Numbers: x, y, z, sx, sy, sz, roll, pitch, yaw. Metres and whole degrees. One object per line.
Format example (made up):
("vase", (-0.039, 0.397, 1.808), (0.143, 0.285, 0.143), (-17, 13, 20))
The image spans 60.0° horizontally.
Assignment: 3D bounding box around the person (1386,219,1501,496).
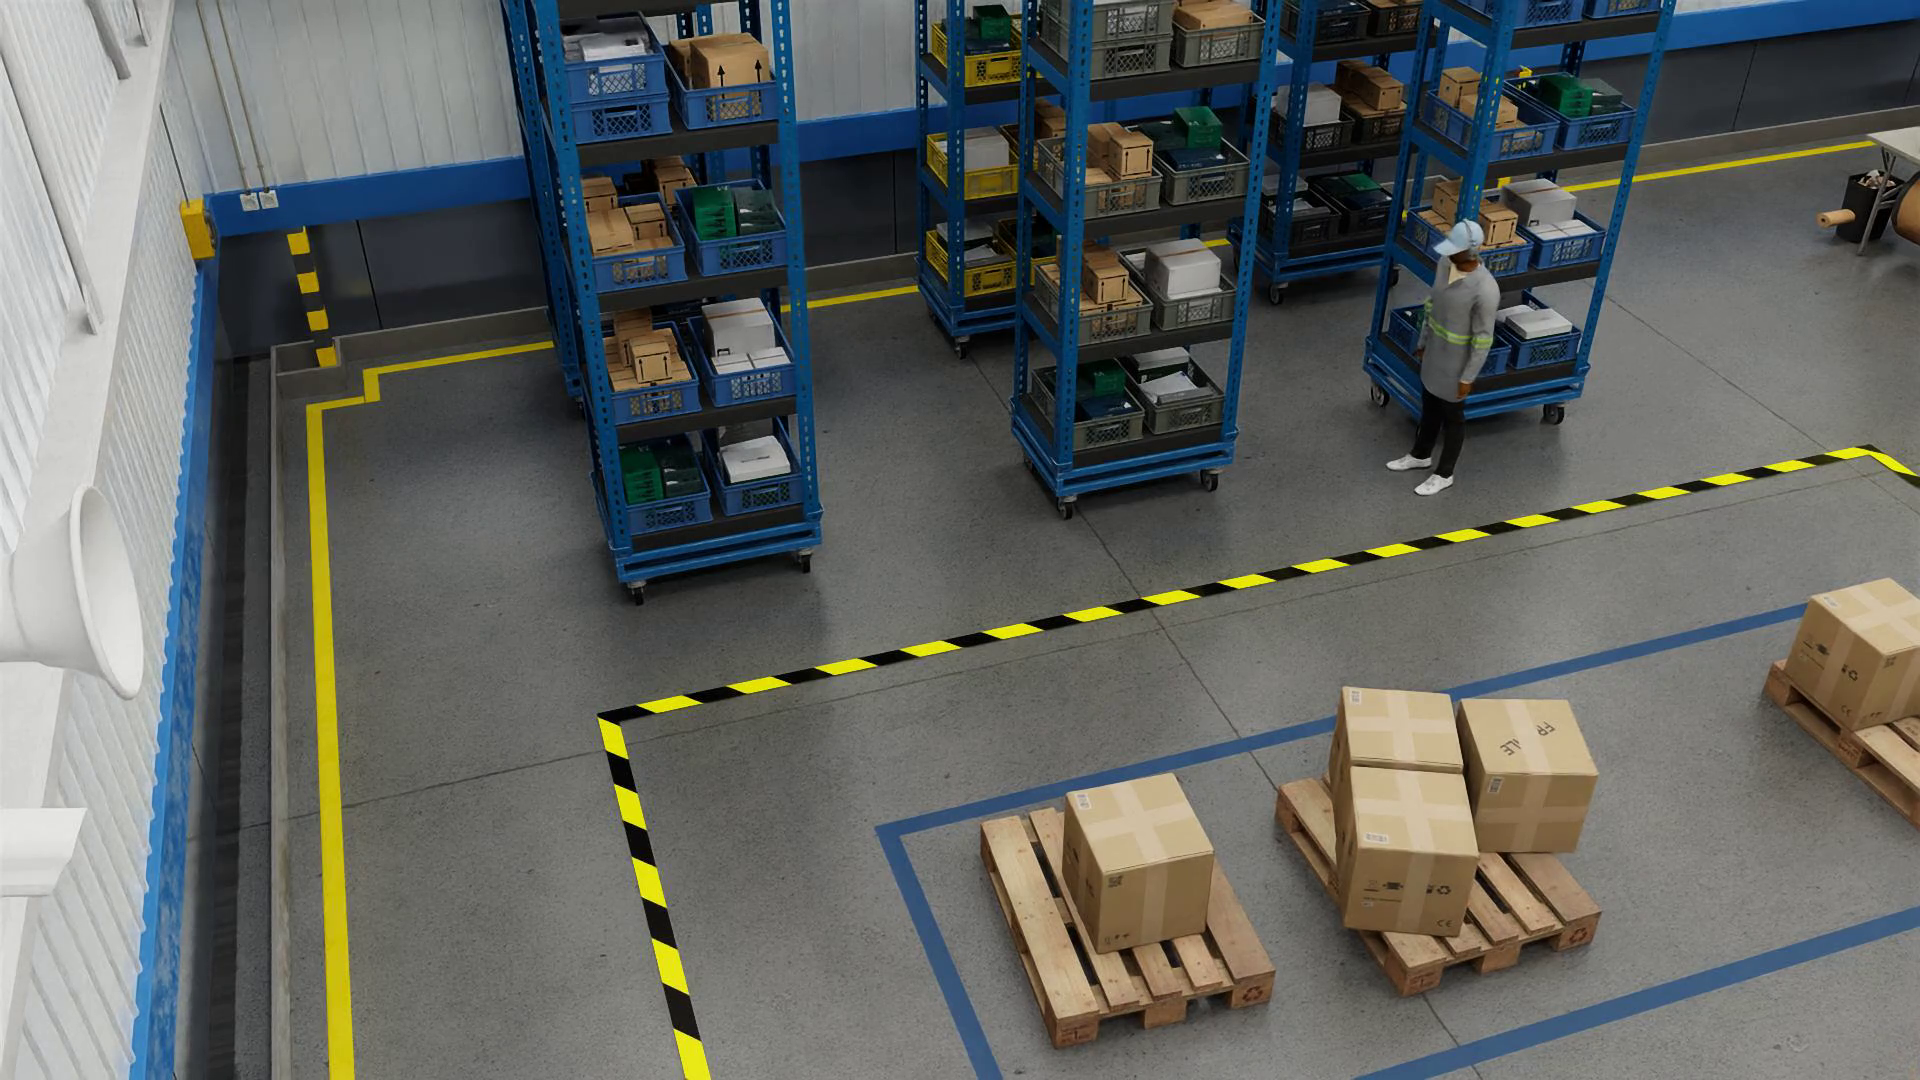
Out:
("person", (2.999, -1.132, 10.291), (0.400, 1.847, 0.587), (-11, 37, -15))
